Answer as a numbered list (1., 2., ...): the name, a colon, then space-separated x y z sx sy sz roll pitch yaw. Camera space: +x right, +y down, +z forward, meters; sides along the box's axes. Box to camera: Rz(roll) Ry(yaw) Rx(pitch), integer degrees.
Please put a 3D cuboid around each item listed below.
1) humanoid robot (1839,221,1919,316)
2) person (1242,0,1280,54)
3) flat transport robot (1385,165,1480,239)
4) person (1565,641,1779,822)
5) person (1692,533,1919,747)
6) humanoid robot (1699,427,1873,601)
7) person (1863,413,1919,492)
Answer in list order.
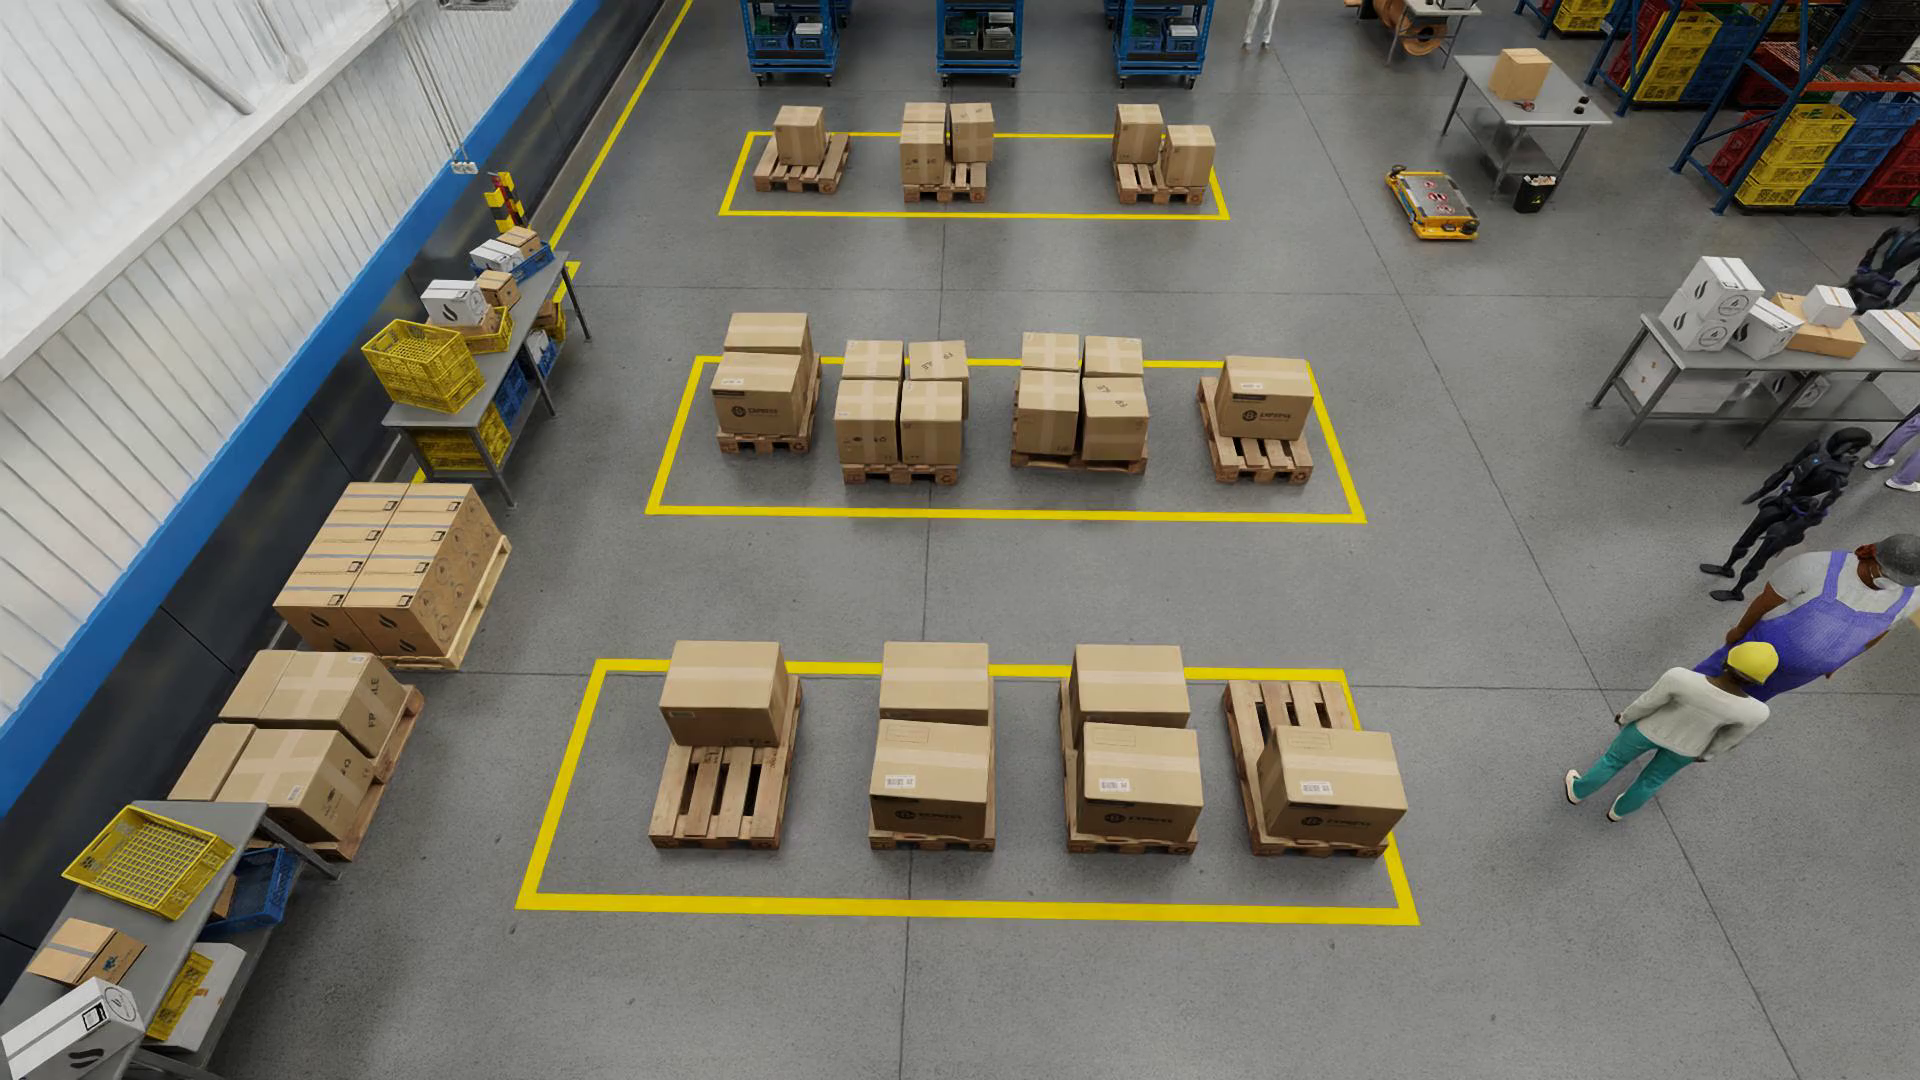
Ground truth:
1. humanoid robot: 8.602 -2.351 8.659 0.706 1.622 0.589 -15 51 -13
2. person: 4.638 -8.261 13.627 0.565 1.876 0.346 -6 49 -5
3. flat transport robot: 5.692 -4.094 11.059 0.652 0.197 1.431 1 49 1
4. person: 4.280 1.161 5.537 0.534 1.767 0.314 26 54 21
5. person: 5.290 0.656 5.795 0.682 2.000 0.536 21 52 17
6. humanoid robot: 6.090 -0.199 6.772 0.336 1.650 0.574 9 50 8
7. person: 8.292 -1.204 7.484 0.370 1.919 0.584 -4 49 -3
